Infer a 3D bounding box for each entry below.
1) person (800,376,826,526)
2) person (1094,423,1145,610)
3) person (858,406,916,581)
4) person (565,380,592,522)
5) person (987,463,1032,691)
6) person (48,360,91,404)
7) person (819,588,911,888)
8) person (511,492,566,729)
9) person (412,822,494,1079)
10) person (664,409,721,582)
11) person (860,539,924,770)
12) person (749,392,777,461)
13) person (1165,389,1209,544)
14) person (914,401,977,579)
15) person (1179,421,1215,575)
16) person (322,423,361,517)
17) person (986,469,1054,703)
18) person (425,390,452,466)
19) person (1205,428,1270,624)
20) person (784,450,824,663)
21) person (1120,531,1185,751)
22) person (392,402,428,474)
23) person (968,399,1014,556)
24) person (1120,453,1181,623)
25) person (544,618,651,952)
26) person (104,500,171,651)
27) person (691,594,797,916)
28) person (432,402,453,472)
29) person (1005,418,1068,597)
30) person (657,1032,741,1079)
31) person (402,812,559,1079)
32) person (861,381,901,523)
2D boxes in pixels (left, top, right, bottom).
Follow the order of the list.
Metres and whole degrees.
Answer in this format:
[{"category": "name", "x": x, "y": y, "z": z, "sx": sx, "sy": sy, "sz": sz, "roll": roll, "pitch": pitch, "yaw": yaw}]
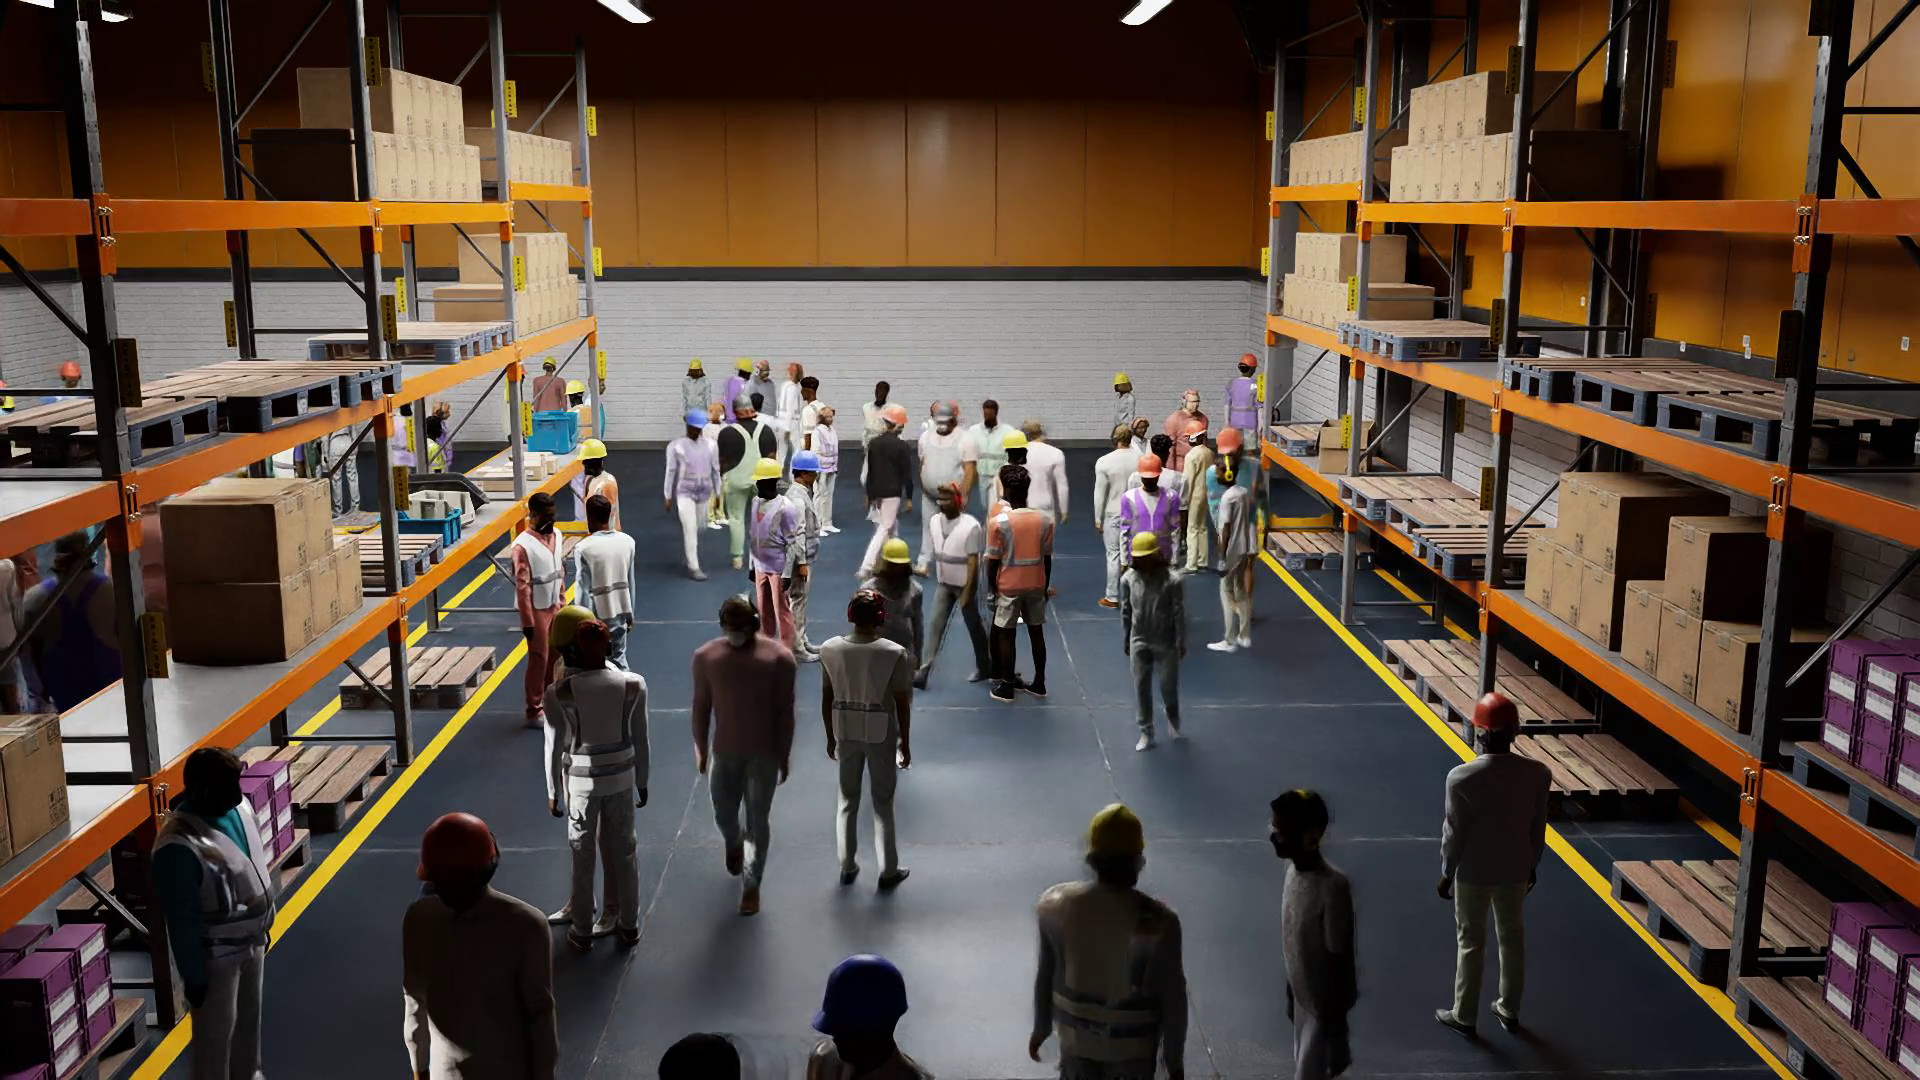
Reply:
[{"category": "person", "x": -1.899, "y": -1.159, "z": 21.669, "sx": 0.378, "sy": 1.958, "sz": 0.606, "roll": 3, "pitch": 12, "yaw": 15}, {"category": "person", "x": 1.672, "y": -0.241, "z": 17.129, "sx": 0.625, "sy": 1.932, "sz": 0.372, "roll": -4, "pitch": 12, "yaw": -19}, {"category": "person", "x": -0.838, "y": -0.509, "z": 18.478, "sx": 0.622, "sy": 1.944, "sz": 1.021, "roll": 10, "pitch": 15, "yaw": 42}, {"category": "person", "x": -4.913, "y": -1.104, "z": 21.498, "sx": 0.394, "sy": 1.913, "sz": 0.591, "roll": 4, "pitch": 12, "yaw": 20}, {"category": "person", "x": 0.417, "y": 0.309, "z": 14.272, "sx": 0.369, "sy": 1.965, "sz": 0.601, "roll": -3, "pitch": 12, "yaw": -14}, {"category": "person", "x": -12.458, "y": -1.528, "z": 23.356, "sx": 0.622, "sy": 2.017, "sz": 0.692, "roll": -11, "pitch": 16, "yaw": -43}, {"category": "person", "x": -0.571, "y": 1.206, "z": 10.073, "sx": 0.564, "sy": 1.846, "sz": 0.390, "roll": 3, "pitch": 12, "yaw": 16}, {"category": "person", "x": -3.327, "y": 0.554, "z": 13.199, "sx": 0.396, "sy": 1.908, "sz": 0.599, "roll": 3, "pitch": 12, "yaw": 16}, {"category": "person", "x": -1.891, "y": 1.938, "z": 6.416, "sx": 0.429, "sy": 1.845, "sz": 0.621, "roll": -2, "pitch": 11, "yaw": -10}, {"category": "person", "x": -3.006, "y": -0.540, "z": 18.650, "sx": 0.631, "sy": 1.916, "sz": 0.878, "roll": -6, "pitch": 13, "yaw": -29}, {"category": "person", "x": -0.506, "y": 0.821, "z": 12.287, "sx": 0.504, "sy": 1.725, "sz": 0.441, "roll": -3, "pitch": 12, "yaw": -15}, {"category": "person", "x": -2.695, "y": -1.134, "z": 22.211, "sx": 0.525, "sy": 1.677, "sz": 0.368, "roll": 0, "pitch": 11, "yaw": 0}, {"category": "person", "x": 2.833, "y": -0.913, "z": 20.553, "sx": 0.654, "sy": 1.905, "sz": 0.406, "roll": -7, "pitch": 13, "yaw": -30}, {"category": "person", "x": -0.193, "y": -0.576, "z": 18.522, "sx": 0.698, "sy": 2.000, "sz": 1.017, "roll": 3, "pitch": 12, "yaw": 17}, {"category": "person", "x": 2.653, "y": -0.480, "z": 18.806, "sx": 0.352, "sy": 1.738, "sz": 0.573, "roll": 8, "pitch": 14, "yaw": 34}, {"category": "person", "x": -8.332, "y": -1.186, "z": 22.344, "sx": 0.483, "sy": 1.738, "sz": 0.321, "roll": -11, "pitch": 16, "yaw": -44}, {"category": "person", "x": 0.496, "y": 0.382, "z": 13.940, "sx": 0.603, "sy": 1.957, "sz": 0.385, "roll": -5, "pitch": 12, "yaw": -24}, {"category": "person", "x": -8.352, "y": -1.890, "z": 26.262, "sx": 0.506, "sy": 1.583, "sz": 0.882, "roll": 2, "pitch": 11, "yaw": 8}, {"category": "person", "x": 2.764, "y": -0.139, "z": 16.511, "sx": 0.674, "sy": 1.973, "sz": 0.900, "roll": 0, "pitch": 11, "yaw": 2}, {"category": "person", "x": -1.436, "y": 0.148, "z": 15.154, "sx": 0.413, "sy": 1.939, "sz": 0.605, "roll": 0, "pitch": 11, "yaw": -2}, {"category": "person", "x": 1.467, "y": 0.755, "z": 12.653, "sx": 0.510, "sy": 1.715, "sz": 0.542, "roll": 4, "pitch": 12, "yaw": 20}, {"category": "person", "x": -6.817, "y": -0.945, "z": 20.725, "sx": 0.585, "sy": 1.895, "sz": 0.806, "roll": -7, "pitch": 13, "yaw": -30}, {"category": "person", "x": 0.401, "y": -0.794, "z": 20.127, "sx": 0.610, "sy": 1.878, "sz": 0.994, "roll": 3, "pitch": 12, "yaw": 17}, {"category": "person", "x": 1.731, "y": 0.152, "z": 15.175, "sx": 0.548, "sy": 1.925, "sz": 0.390, "roll": 0, "pitch": 11, "yaw": 2}, {"category": "person", "x": -2.001, "y": 1.358, "z": 9.238, "sx": 0.576, "sy": 1.880, "sz": 0.350, "roll": -5, "pitch": 12, "yaw": -22}, {"category": "person", "x": -6.705, "y": 0.449, "z": 13.784, "sx": 0.710, "sy": 1.884, "sz": 0.447, "roll": -8, "pitch": 14, "yaw": -36}, {"category": "person", "x": -1.261, "y": 1.222, "z": 9.830, "sx": 0.630, "sy": 1.919, "sz": 0.564, "roll": 0, "pitch": 11, "yaw": 1}, {"category": "person", "x": -6.723, "y": -0.979, "z": 21.577, "sx": 0.314, "sy": 1.631, "sz": 0.525, "roll": -4, "pitch": 12, "yaw": -20}, {"category": "person", "x": 0.791, "y": -0.318, "z": 17.560, "sx": 0.680, "sy": 1.919, "sz": 0.395, "roll": 4, "pitch": 12, "yaw": 21}, {"category": "person", "x": -0.653, "y": 2.262, "z": 4.674, "sx": 0.442, "sy": 1.894, "sz": 0.592, "roll": -1, "pitch": 11, "yaw": -3}, {"category": "person", "x": -1.761, "y": 1.934, "z": 6.082, "sx": 0.617, "sy": 1.986, "sz": 0.408, "roll": 3, "pitch": 12, "yaw": 14}, {"category": "person", "x": -1.062, "y": -1.150, "z": 21.791, "sx": 0.634, "sy": 1.882, "sz": 0.490, "roll": 7, "pitch": 13, "yaw": 32}]
